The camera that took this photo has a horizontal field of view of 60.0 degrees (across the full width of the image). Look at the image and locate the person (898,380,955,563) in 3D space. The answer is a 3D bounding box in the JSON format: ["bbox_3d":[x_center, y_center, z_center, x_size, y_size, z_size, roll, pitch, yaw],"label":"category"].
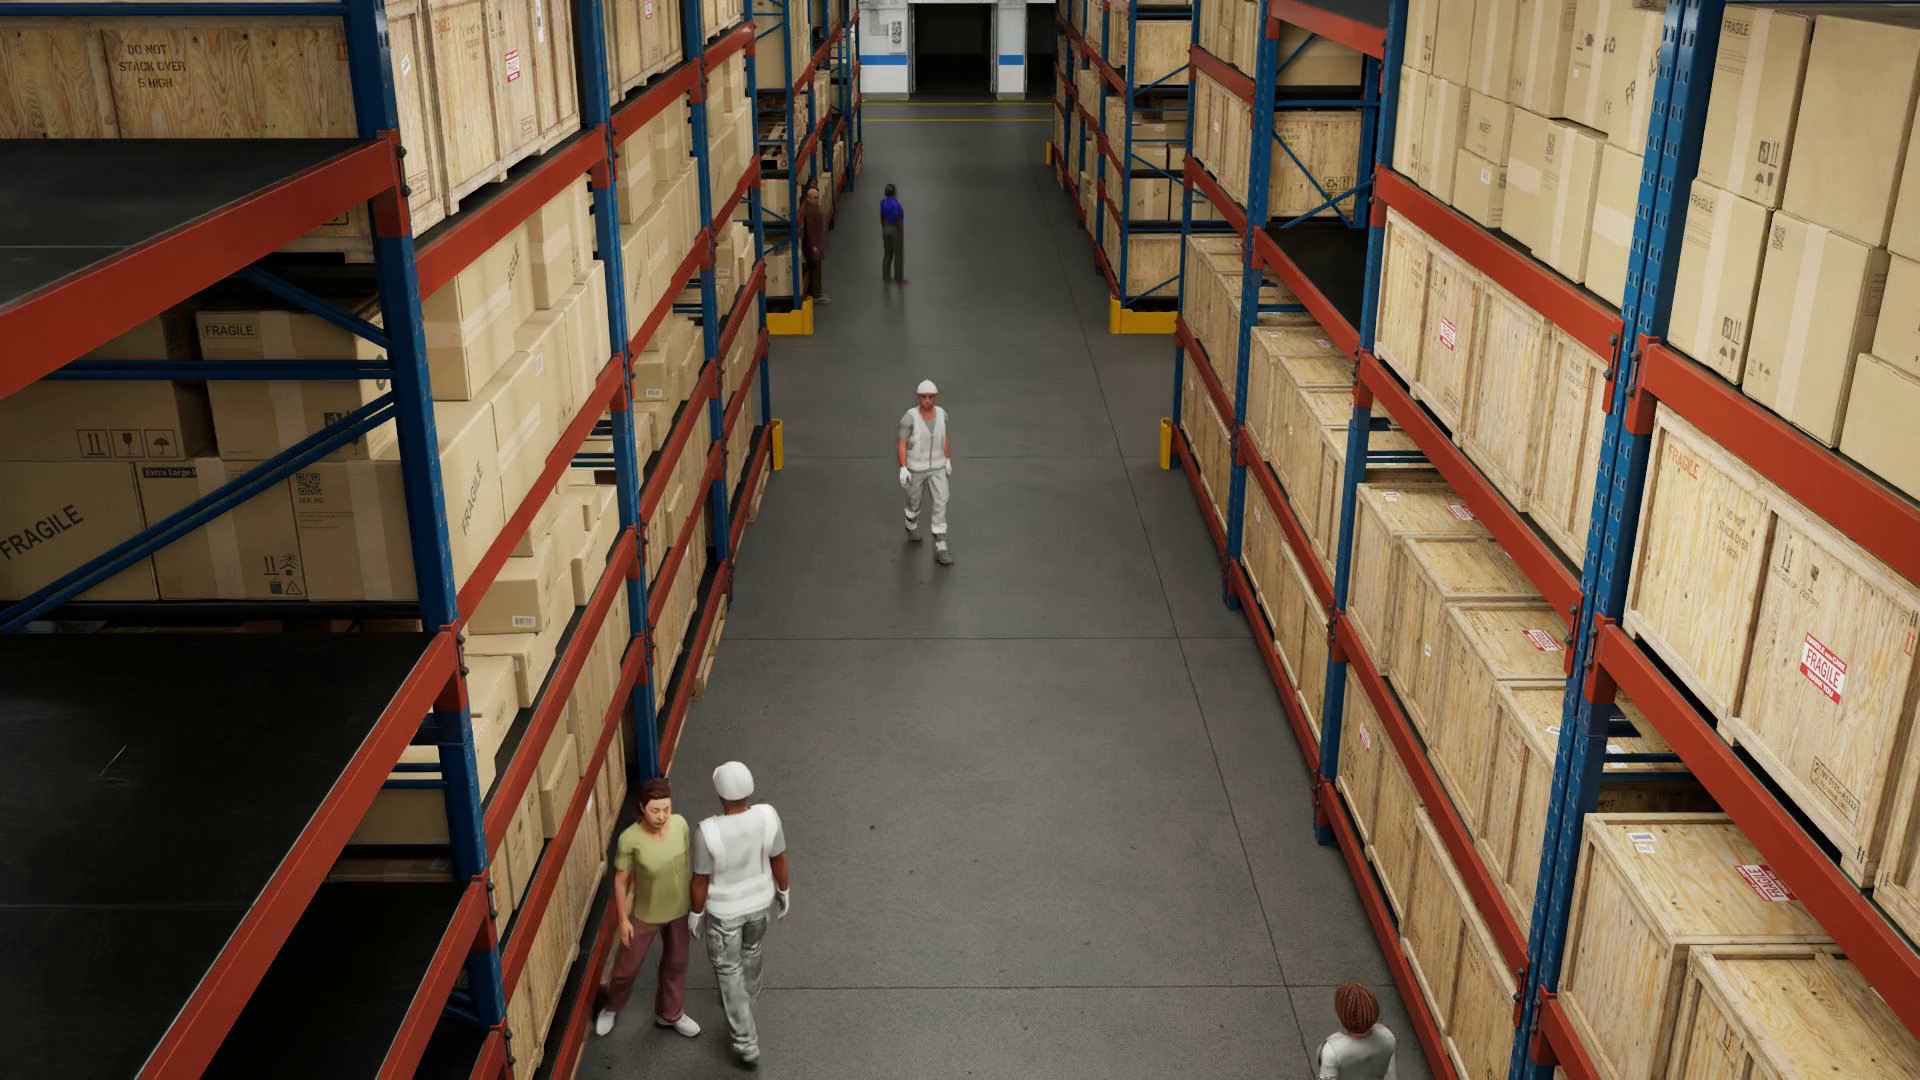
[{"bbox_3d":[-0.325,-0.708,16.289,0.617,1.754,1.025,-7,23,-18],"label":"person"}]

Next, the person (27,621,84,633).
[{"bbox_3d":[-7.322,0.446,13.402,0.597,1.732,1.007,-12,24,-27],"label":"person"}]

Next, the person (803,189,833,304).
[{"bbox_3d":[-2.267,-4.654,26.257,0.502,1.780,0.600,0,22,0],"label":"person"}]

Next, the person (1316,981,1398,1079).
[{"bbox_3d":[1.812,2.743,7.792,0.441,1.621,0.331,-6,22,-16],"label":"person"}]

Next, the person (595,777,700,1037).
[{"bbox_3d":[-1.803,2.070,9.383,0.601,1.667,0.503,-11,24,-26],"label":"person"}]

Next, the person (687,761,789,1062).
[{"bbox_3d":[-1.271,2.022,9.374,0.582,1.789,0.788,-13,25,-29],"label":"person"}]

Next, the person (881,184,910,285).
[{"bbox_3d":[-1.077,-5.071,27.525,0.436,1.660,0.368,18,28,37],"label":"person"}]
